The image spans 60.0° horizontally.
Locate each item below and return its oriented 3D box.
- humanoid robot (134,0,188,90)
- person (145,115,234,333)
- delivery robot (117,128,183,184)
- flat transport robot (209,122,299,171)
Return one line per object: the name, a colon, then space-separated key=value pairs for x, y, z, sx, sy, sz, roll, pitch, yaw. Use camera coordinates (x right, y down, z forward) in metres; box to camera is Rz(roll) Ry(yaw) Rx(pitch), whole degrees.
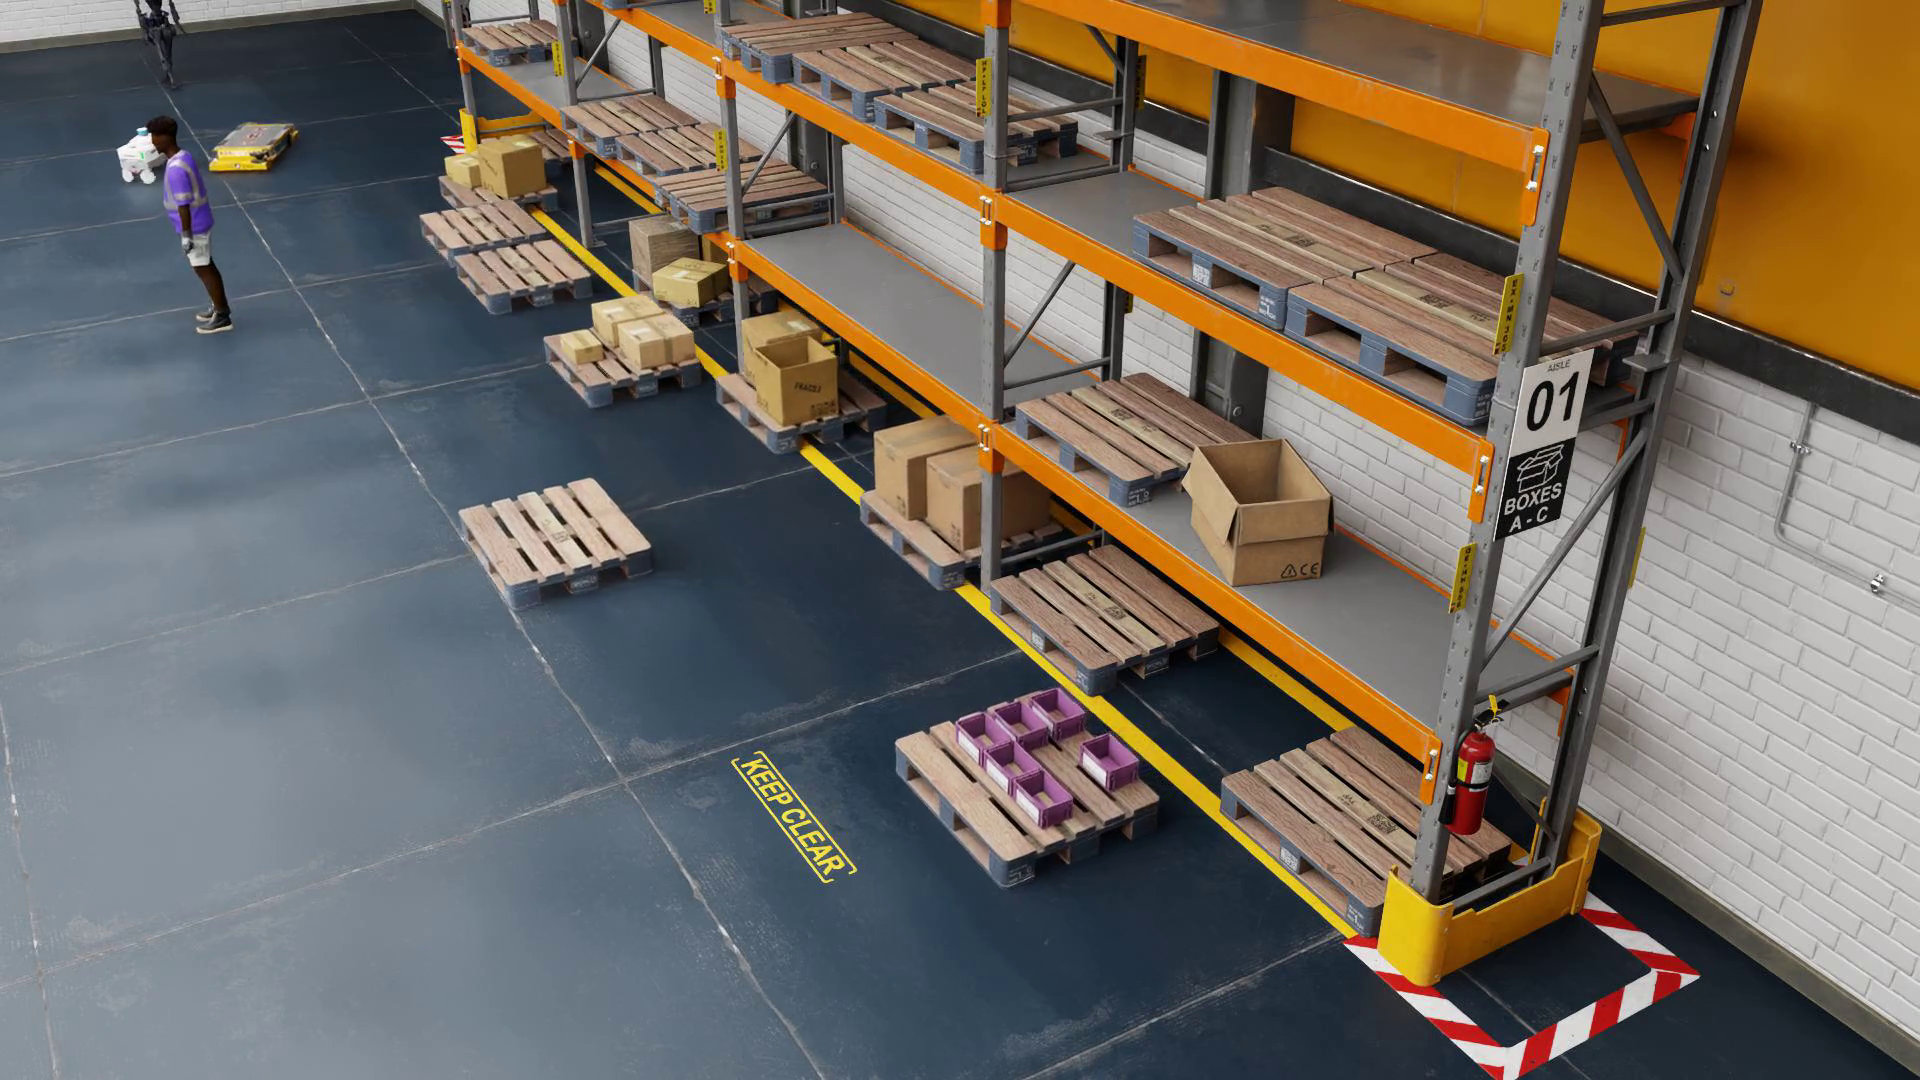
humanoid robot: x=-10.795 y=-6.945 z=22.496 sx=0.745 sy=1.631 sz=0.599 roll=20 pitch=35 yaw=32
person: x=-6.898 y=-2.836 z=14.932 sx=0.377 sy=1.957 sz=0.621 roll=-9 pitch=31 yaw=-16
delivery robot: x=-9.368 y=-4.457 z=19.230 sx=0.510 sy=0.614 sz=0.785 roll=4 pitch=30 yaw=7
flat transport robot: x=-8.474 y=-4.732 z=19.985 sx=0.659 sy=0.231 sz=1.431 roll=-2 pitch=30 yaw=-4
